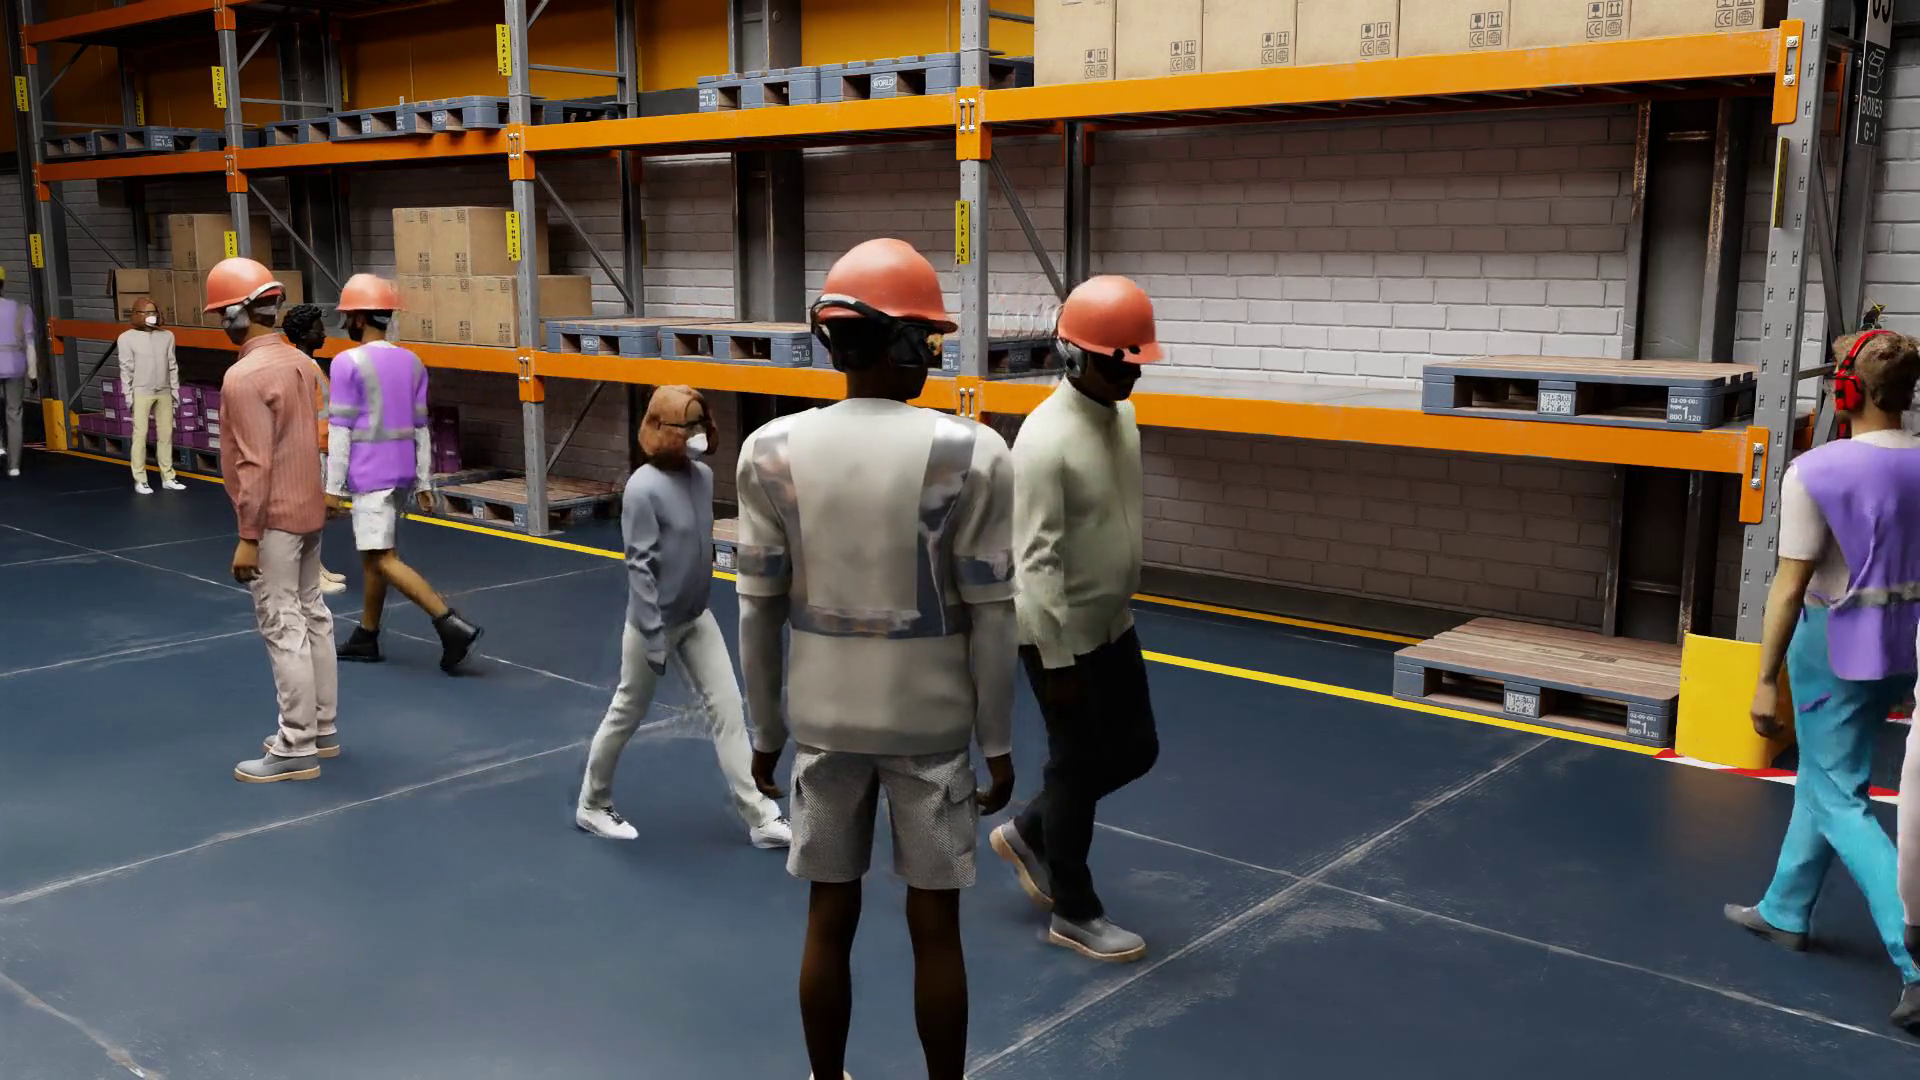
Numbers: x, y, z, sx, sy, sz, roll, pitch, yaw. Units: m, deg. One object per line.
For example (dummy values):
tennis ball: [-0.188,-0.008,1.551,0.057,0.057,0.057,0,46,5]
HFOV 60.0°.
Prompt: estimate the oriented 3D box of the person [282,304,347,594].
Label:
person: [-3.812,-0.531,9.784,0.318,1.697,0.535,-3,11,-18]

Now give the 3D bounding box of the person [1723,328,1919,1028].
person: [2.440,0.346,4.461,0.574,1.819,0.869,-3,10,-17]

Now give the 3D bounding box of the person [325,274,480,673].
person: [-2.701,-0.306,7.925,0.894,1.914,0.543,3,11,18]

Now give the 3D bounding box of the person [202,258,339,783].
person: [-2.629,-0.070,6.340,0.401,1.984,0.612,0,10,0]

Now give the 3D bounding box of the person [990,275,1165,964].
person: [0.328,0.247,4.625,0.589,1.950,0.656,6,12,32]

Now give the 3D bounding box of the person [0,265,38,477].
person: [-8.420,-1.486,14.601,0.593,1.910,0.447,-7,12,-35]

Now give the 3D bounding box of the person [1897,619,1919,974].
person: [1.887,0.624,2.667,0.681,1.877,0.811,8,13,39]

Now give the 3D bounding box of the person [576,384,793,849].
person: [-0.945,0.267,5.566,0.889,1.580,0.505,5,11,25]

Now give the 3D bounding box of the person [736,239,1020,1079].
person: [-0.168,0.385,3.595,0.608,2.040,0.394,2,10,14]

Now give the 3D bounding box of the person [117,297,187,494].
person: [-6.697,-1.194,13.773,0.282,1.626,0.491,6,12,31]
